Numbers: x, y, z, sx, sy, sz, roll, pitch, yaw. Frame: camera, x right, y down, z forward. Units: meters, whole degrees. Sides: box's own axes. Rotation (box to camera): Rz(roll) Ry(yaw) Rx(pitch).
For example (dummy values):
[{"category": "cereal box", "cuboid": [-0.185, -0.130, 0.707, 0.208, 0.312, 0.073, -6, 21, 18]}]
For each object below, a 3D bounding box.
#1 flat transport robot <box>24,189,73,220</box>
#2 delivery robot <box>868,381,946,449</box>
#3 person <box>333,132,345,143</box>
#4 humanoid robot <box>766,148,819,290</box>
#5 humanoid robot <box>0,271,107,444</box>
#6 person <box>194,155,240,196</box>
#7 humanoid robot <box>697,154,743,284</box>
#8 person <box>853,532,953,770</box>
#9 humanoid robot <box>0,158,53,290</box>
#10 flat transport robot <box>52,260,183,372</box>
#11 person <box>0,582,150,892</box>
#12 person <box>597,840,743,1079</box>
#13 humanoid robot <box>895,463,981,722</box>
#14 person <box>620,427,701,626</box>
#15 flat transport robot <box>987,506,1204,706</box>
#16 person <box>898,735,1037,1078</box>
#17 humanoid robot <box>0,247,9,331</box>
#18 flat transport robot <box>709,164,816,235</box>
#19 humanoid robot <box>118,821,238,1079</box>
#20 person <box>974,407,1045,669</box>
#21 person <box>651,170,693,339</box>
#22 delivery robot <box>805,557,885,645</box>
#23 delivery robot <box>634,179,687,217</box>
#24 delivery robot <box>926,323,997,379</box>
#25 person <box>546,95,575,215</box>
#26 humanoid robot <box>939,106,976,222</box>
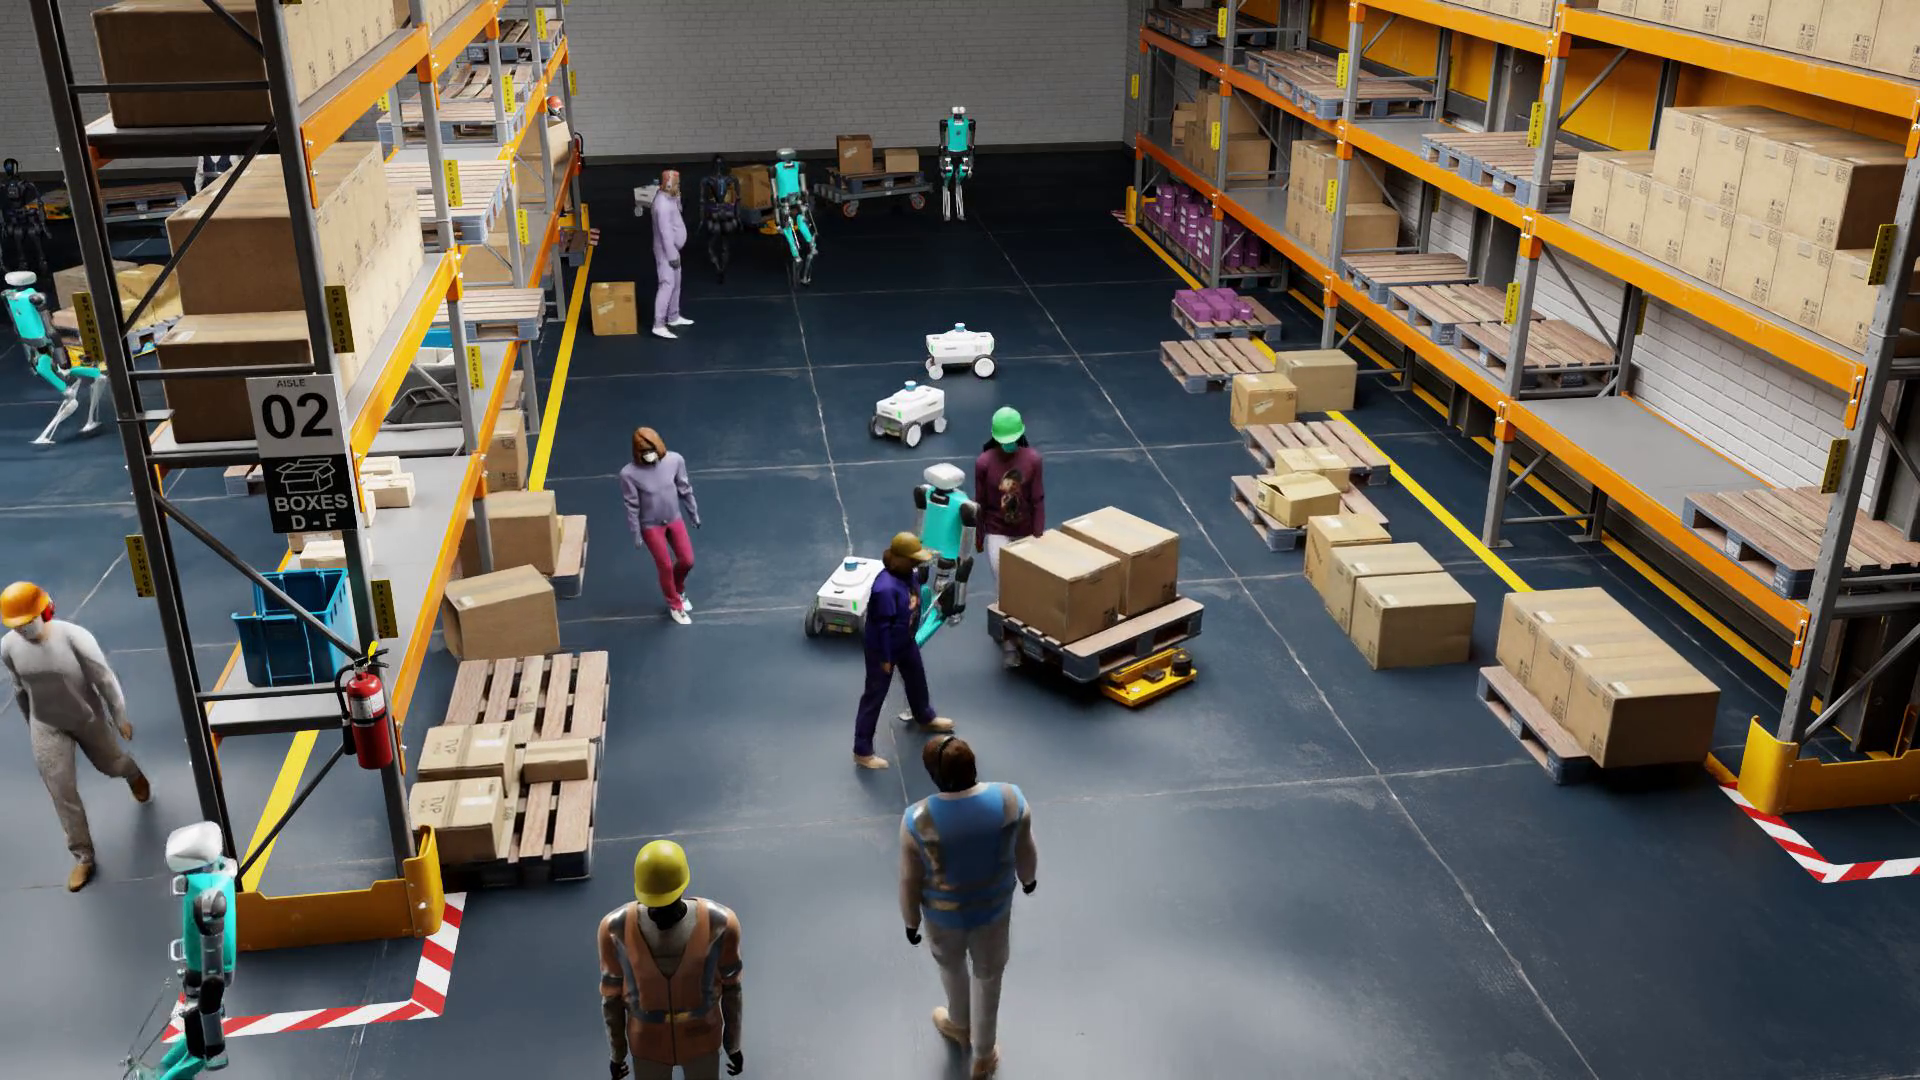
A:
[{"category": "flat transport robot", "cuboid": [-13.677, -5.102, 25.302, 0.659, 0.231, 1.431, -3, 24, -8]}, {"category": "delivery robot", "cuboid": [-0.487, -1.238, 16.142, 0.499, 0.595, 0.792, 18, 30, 36]}, {"category": "person", "cuboid": [-9.671, -6.218, 26.167, 0.758, 1.600, 0.528, -6, 24, -13]}, {"category": "humanoid robot", "cuboid": [-2.034, -3.957, 21.001, 0.552, 1.884, 0.770, -15, 28, -30]}, {"category": "humanoid robot", "cuboid": [-8.566, -1.750, 15.828, 0.542, 1.741, 0.965, 10, 26, 22]}, {"category": "person", "cuboid": [-10.014, -4.731, 22.602, 0.745, 1.758, 0.428, -3, 24, -8]}, {"category": "humanoid robot", "cuboid": [-3.065, -4.110, 21.299, 0.609, 1.639, 0.512, -10, 26, -22]}, {"category": "person", "cuboid": [-0.360, 0.646, 10.565, 0.460, 1.597, 0.641, 10, 26, 22]}, {"category": "humanoid robot", "cuboid": [-11.796, -3.983, 20.979, 0.599, 1.659, 0.315, -3, 24, -8]}, {"category": "flat transport robot", "cuboid": [-9.405, -2.174, 18.630, 0.659, 0.231, 1.431, 9, 25, 20]}, {"category": "person", "cuboid": [-5.063, 0.968, 9.542, 0.585, 1.837, 0.960, -5, 24, -11]}, {"category": "person", "cuboid": [-1.178, 2.068, 6.906, 0.584, 1.927, 0.361, -3, 24, -8]}, {"category": "humanoid robot", "cuboid": [-0.286, 0.438, 10.907, 0.531, 1.808, 0.819, 21, 31, 39]}, {"category": "person", "cuboid": [-2.185, -0.106, 12.246, 0.583, 1.598, 0.334, -16, 28, -32]}, {"category": "flat transport robot", "cuboid": [0.959, 0.764, 11.937, 0.659, 0.231, 1.431, -18, 30, -36]}, {"category": "person", "cuboid": [0.040, 1.707, 7.873, 0.697, 1.805, 0.566, -5, 24, -12]}, {"category": "humanoid robot", "cuboid": [-11.397, -3.219, 19.271, 0.599, 1.656, 0.332, -11, 26, -23]}, {"category": "flat transport robot", "cuboid": [-2.956, -4.724, 24.441, 1.431, 0.231, 0.659, 22, 32, 40]}, {"category": "humanoid robot", "cuboid": [-3.419, 2.094, 7.143, 0.820, 1.806, 0.545, -10, 26, -22]}, {"category": "person", "cuboid": [0.352, -0.038, 11.738, 0.477, 1.882, 1.023, -5, 24, -11]}, {"category": "person", "cuboid": [-3.380, -3.319, 19.244, 0.464, 1.891, 0.754, -2, 24, -5]}, {"category": "delivery robot", "cuboid": [-0.810, 0.421, 12.360, 0.499, 0.592, 0.791, 7, 25, 15]}, {"category": "delivery robot", "cuboid": [-4.513, -5.094, 24.938, 0.795, 0.603, 0.499, 13, 27, 28]}, {"category": "delivery robot", "cuboid": [0.001, -2.052, 17.962, 0.739, 0.566, 0.499, -3, 24, -8]}, {"category": "person", "cuboid": [-6.028, -5.779, 24.989, 0.563, 1.755, 0.322, 14, 27, 29]}, {"category": "humanoid robot", "cuboid": [-0.075, -5.513, 24.241, 0.533, 1.681, 0.735, -3, 24, -8]}]
